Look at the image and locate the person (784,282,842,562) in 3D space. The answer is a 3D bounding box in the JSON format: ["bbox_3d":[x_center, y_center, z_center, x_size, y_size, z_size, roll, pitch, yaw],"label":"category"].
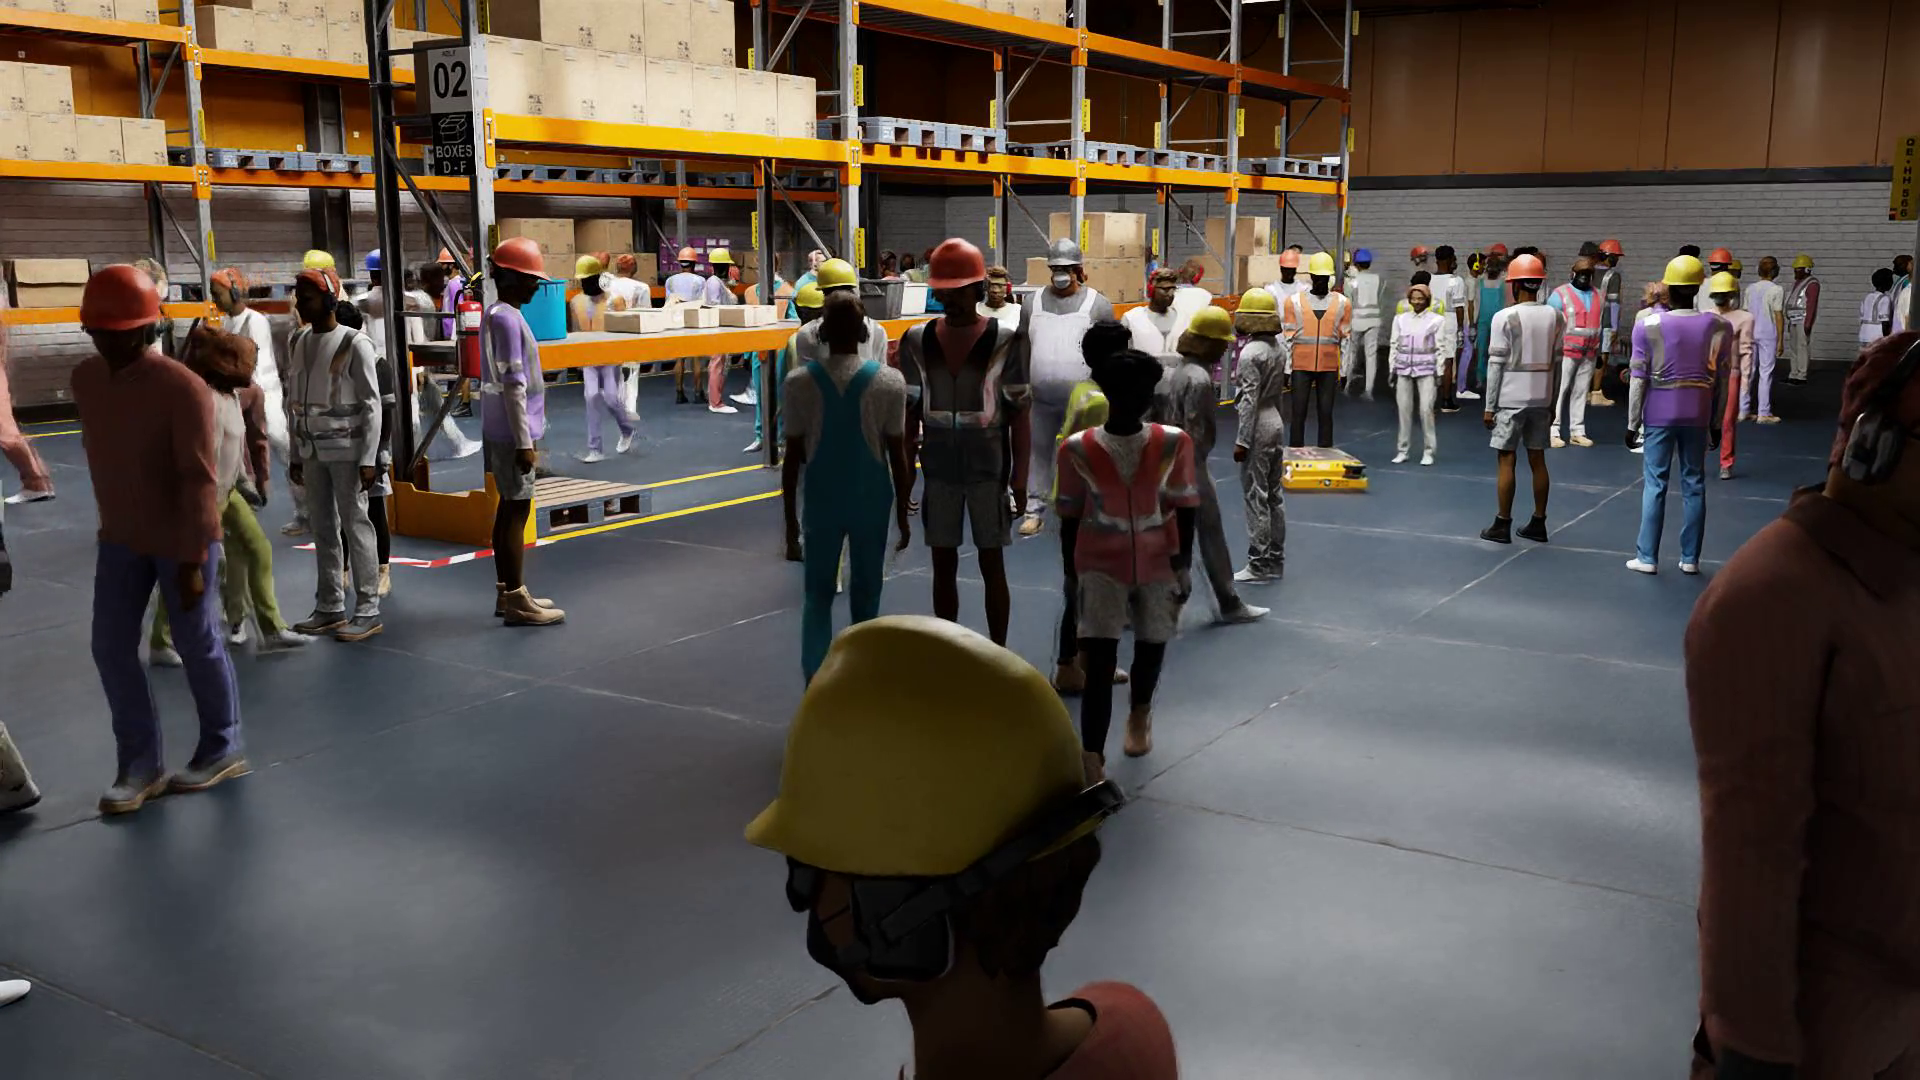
[{"bbox_3d":[-0.935,-0.743,10.541,0.333,1.761,0.527,3,11,15],"label":"person"}]

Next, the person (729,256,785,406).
[{"bbox_3d":[-2.317,-2.522,20.148,0.977,1.841,0.657,2,11,13],"label":"person"}]

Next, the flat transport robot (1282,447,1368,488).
[{"bbox_3d":[2.946,-0.631,14.033,0.652,0.197,1.431,0,10,0],"label":"flat transport robot"}]

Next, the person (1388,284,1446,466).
[{"bbox_3d":[4.122,-1.490,15.031,0.514,1.628,0.317,7,13,36],"label":"person"}]

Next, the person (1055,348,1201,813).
[{"bbox_3d":[0.615,0.099,6.193,0.522,1.639,0.882,0,10,-2],"label":"person"}]

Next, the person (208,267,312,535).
[{"bbox_3d":[-4.824,-0.901,11.188,0.609,1.827,0.995,9,13,40],"label":"person"}]

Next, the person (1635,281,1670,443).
[{"bbox_3d":[6.952,-1.758,16.534,0.505,1.623,0.286,4,11,21],"label":"person"}]

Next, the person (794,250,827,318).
[{"bbox_3d":[-1.601,-2.348,18.997,0.410,1.913,0.651,6,12,31],"label":"person"}]

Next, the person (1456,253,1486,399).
[{"bbox_3d":[6.545,-2.735,21.298,0.333,1.860,0.510,2,10,11],"label":"person"}]

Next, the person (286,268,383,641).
[{"bbox_3d":[-3.189,-0.430,8.445,0.587,1.882,0.342,5,12,27],"label":"person"}]

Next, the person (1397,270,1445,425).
[{"bbox_3d":[5.012,-2.083,18.142,0.529,1.691,0.321,2,10,13],"label":"person"}]

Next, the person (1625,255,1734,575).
[{"bbox_3d":[4.319,-0.741,10.044,0.587,1.930,0.359,1,10,4],"label":"person"}]

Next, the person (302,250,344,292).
[{"bbox_3d":[-7.228,-2.312,18.797,0.588,1.911,0.410,5,12,27],"label":"person"}]

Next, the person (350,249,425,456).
[{"bbox_3d":[-4.602,-1.355,13.391,0.602,1.949,0.390,-8,13,-37],"label":"person"}]

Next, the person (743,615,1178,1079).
[{"bbox_3d":[-0.002,0.925,1.296,0.340,1.760,0.526,6,12,31],"label":"person"}]

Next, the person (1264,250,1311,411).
[{"bbox_3d":[3.564,-2.189,18.138,0.548,1.919,0.443,-1,10,-3],"label":"person"}]

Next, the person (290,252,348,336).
[{"bbox_3d":[-6.077,-1.775,15.818,0.597,1.909,0.530,2,10,11],"label":"person"}]

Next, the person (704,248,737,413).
[{"bbox_3d":[-2.819,-2.450,19.520,0.367,1.928,0.584,-2,10,-11],"label":"person"}]

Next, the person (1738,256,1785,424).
[{"bbox_3d":[8.904,-2.212,18.425,0.339,1.846,0.514,-5,11,-25],"label":"person"}]

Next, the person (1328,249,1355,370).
[{"bbox_3d":[5.872,-3.558,25.768,0.597,1.883,0.754,-6,12,-29],"label":"person"}]

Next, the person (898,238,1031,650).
[{"bbox_3d":[0.005,-0.298,7.328,0.611,2.030,0.410,3,11,16],"label":"person"}]

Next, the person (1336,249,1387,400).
[{"bbox_3d":[5.132,-2.755,21.294,0.592,1.890,0.961,-1,10,-3],"label":"person"}]

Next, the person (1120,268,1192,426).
[{"bbox_3d":[1.376,-1.004,11.797,0.577,1.832,0.404,-4,11,-22],"label":"person"}]

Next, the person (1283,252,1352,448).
[{"bbox_3d":[3.060,-1.497,14.283,0.582,1.919,0.395,1,10,5],"label":"person"}]

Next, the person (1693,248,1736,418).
[{"bbox_3d":[8.608,-2.353,18.995,0.380,1.930,0.547,-5,11,-27],"label":"person"}]

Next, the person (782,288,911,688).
[{"bbox_3d":[-0.461,-0.107,6.815,0.524,1.835,0.527,0,10,1],"label":"person"}]

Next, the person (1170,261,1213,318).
[{"bbox_3d":[2.235,-1.961,17.158,0.746,1.809,0.399,-2,10,-10],"label":"person"}]

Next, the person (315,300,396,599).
[{"bbox_3d":[-3.442,-0.507,9.392,0.531,1.698,0.320,2,10,9],"label":"person"}]

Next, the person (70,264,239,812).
[{"bbox_3d":[-2.840,0.005,5.888,0.639,1.933,0.717,3,11,15],"label":"person"}]

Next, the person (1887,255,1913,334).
[{"bbox_3d":[12.617,-2.901,22.310,0.429,1.830,0.635,4,11,19],"label":"person"}]

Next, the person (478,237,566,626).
[{"bbox_3d":[-2.324,-0.565,8.781,0.389,2.034,0.605,-4,11,-22],"label":"person"}]

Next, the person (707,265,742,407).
[{"bbox_3d":[-2.840,-2.446,20.080,0.464,1.711,0.587,-8,13,-37],"label":"person"}]
